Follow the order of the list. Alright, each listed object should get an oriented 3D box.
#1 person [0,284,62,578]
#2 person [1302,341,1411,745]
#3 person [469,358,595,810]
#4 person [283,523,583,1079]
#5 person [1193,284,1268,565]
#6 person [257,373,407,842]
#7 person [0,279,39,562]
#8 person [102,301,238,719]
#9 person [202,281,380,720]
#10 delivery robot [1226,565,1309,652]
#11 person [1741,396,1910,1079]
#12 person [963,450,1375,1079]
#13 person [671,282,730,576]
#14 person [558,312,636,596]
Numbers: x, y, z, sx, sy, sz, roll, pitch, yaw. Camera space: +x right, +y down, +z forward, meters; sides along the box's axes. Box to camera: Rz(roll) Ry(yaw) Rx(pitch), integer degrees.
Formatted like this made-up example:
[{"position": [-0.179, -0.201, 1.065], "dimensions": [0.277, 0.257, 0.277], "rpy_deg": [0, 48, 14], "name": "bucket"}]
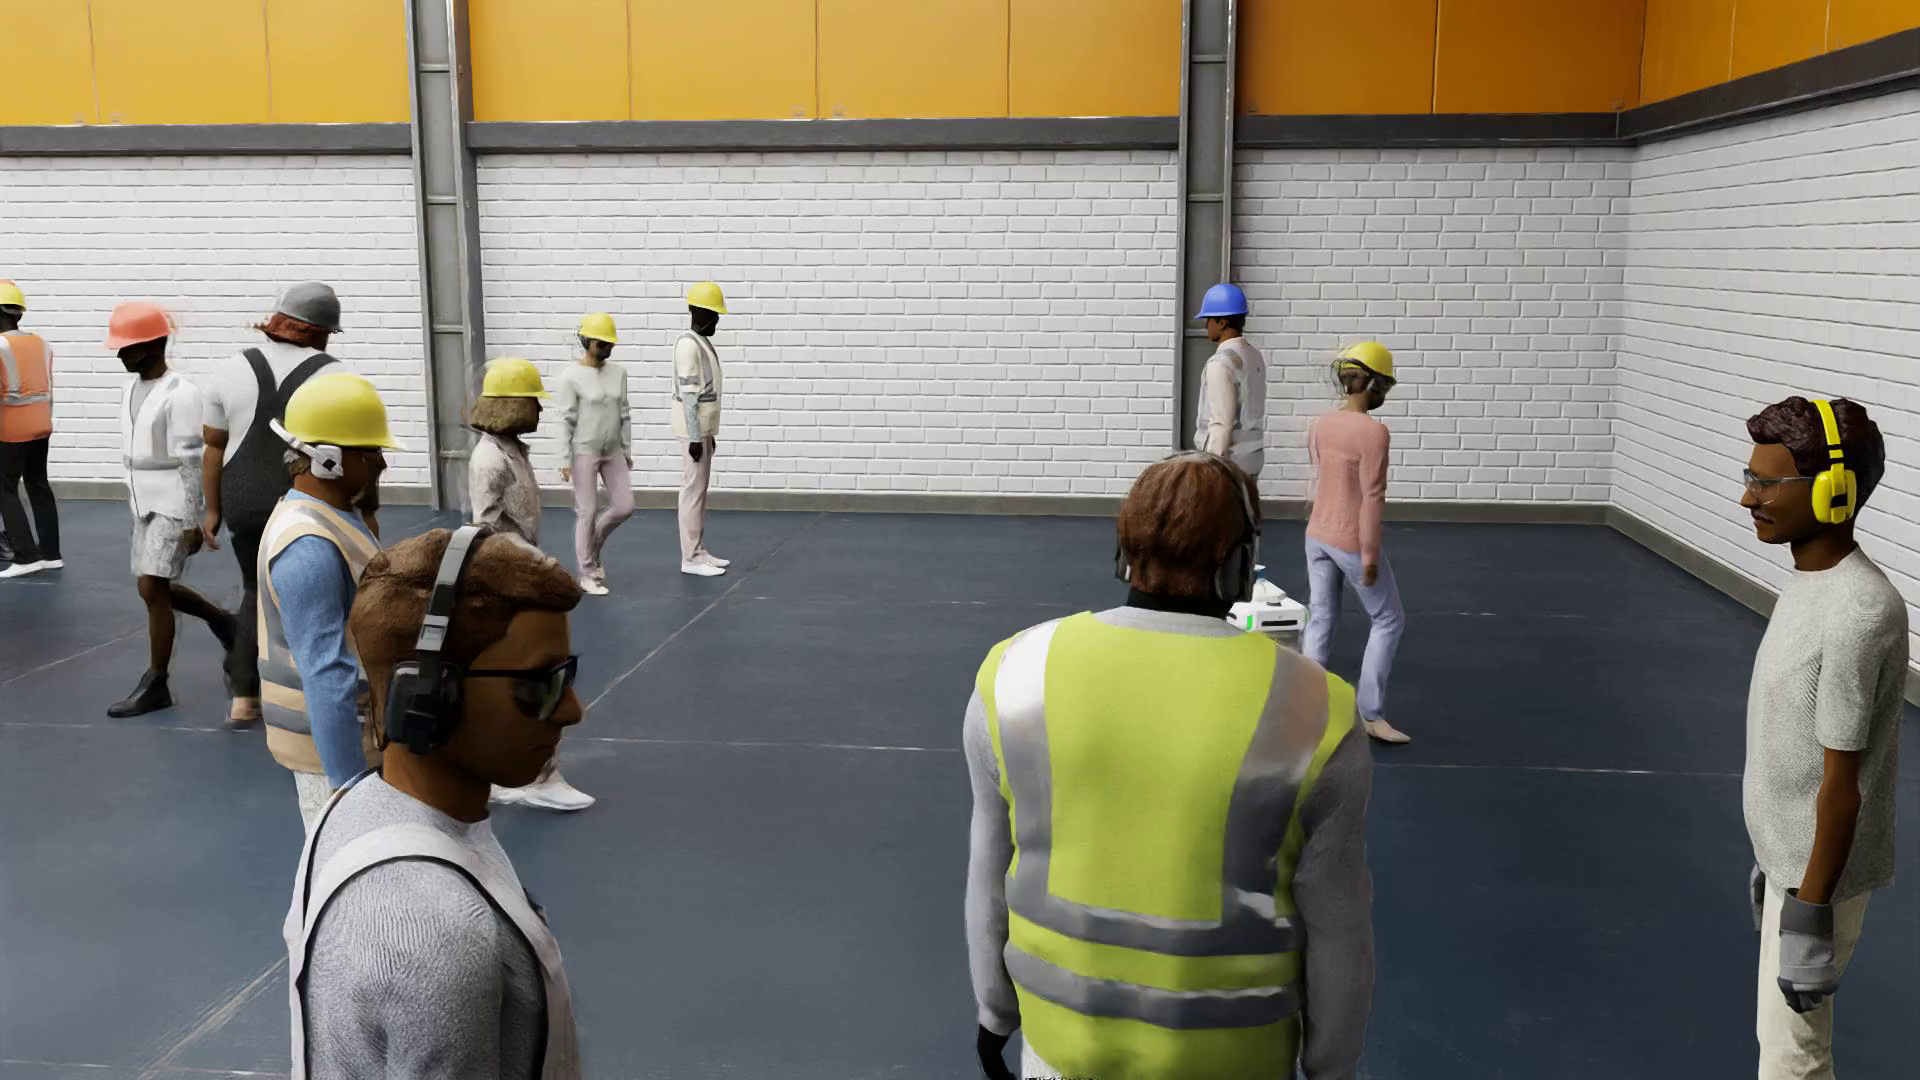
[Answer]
[{"position": [-6.135, -0.705, 10.833], "dimensions": [0.396, 1.910, 0.603], "rpy_deg": [2, 10, 9], "name": "person"}, {"position": [1.719, 0.019, 7.168], "dimensions": [0.575, 1.738, 0.537], "rpy_deg": [-4, 11, -23], "name": "person"}, {"position": [-1.640, 0.176, 6.288], "dimensions": [0.678, 1.715, 0.504], "rpy_deg": [-1, 10, -5], "name": "person"}, {"position": [-0.560, 0.895, 1.867], "dimensions": [0.347, 1.840, 0.505], "rpy_deg": [-5, 11, -26], "name": "person"}, {"position": [1.446, -0.406, 9.010], "dimensions": [0.409, 1.943, 0.615], "rpy_deg": [6, 11, 29], "name": "person"}, {"position": [-1.528, 0.497, 4.175], "dimensions": [0.404, 1.828, 0.587], "rpy_deg": [-4, 11, -20], "name": "person"}, {"position": [-6.560, -0.821, 11.438], "dimensions": [0.375, 1.928, 0.542], "rpy_deg": [0, 10, -2], "name": "person"}, {"position": [-3.682, -0.168, 7.787], "dimensions": [0.562, 1.899, 0.789], "rpy_deg": [6, 12, 33], "name": "person"}, {"position": [-2.945, -0.171, 7.392], "dimensions": [0.723, 2.000, 0.591], "rpy_deg": [-1, 10, -3], "name": "person"}, {"position": [1.463, 0.368, 8.289], "dimensions": [0.477, 0.478, 0.707], "rpy_deg": [-2, 10, -11], "name": "delivery robot"}, {"position": [1.605, 0.653, 3.206], "dimensions": [0.334, 1.860, 0.509], "rpy_deg": [4, 11, 21], "name": "person"}, {"position": [0.318, 0.772, 2.615], "dimensions": [0.641, 1.828, 0.429], "rpy_deg": [4, 11, 20], "name": "person"}, {"position": [-1.697, -0.731, 10.949], "dimensions": [0.392, 1.917, 0.589], "rpy_deg": [0, 10, 1], "name": "person"}, {"position": [-2.251, -0.533, 10.278], "dimensions": [0.413, 1.745, 0.548], "rpy_deg": [8, 13, 39], "name": "person"}]
